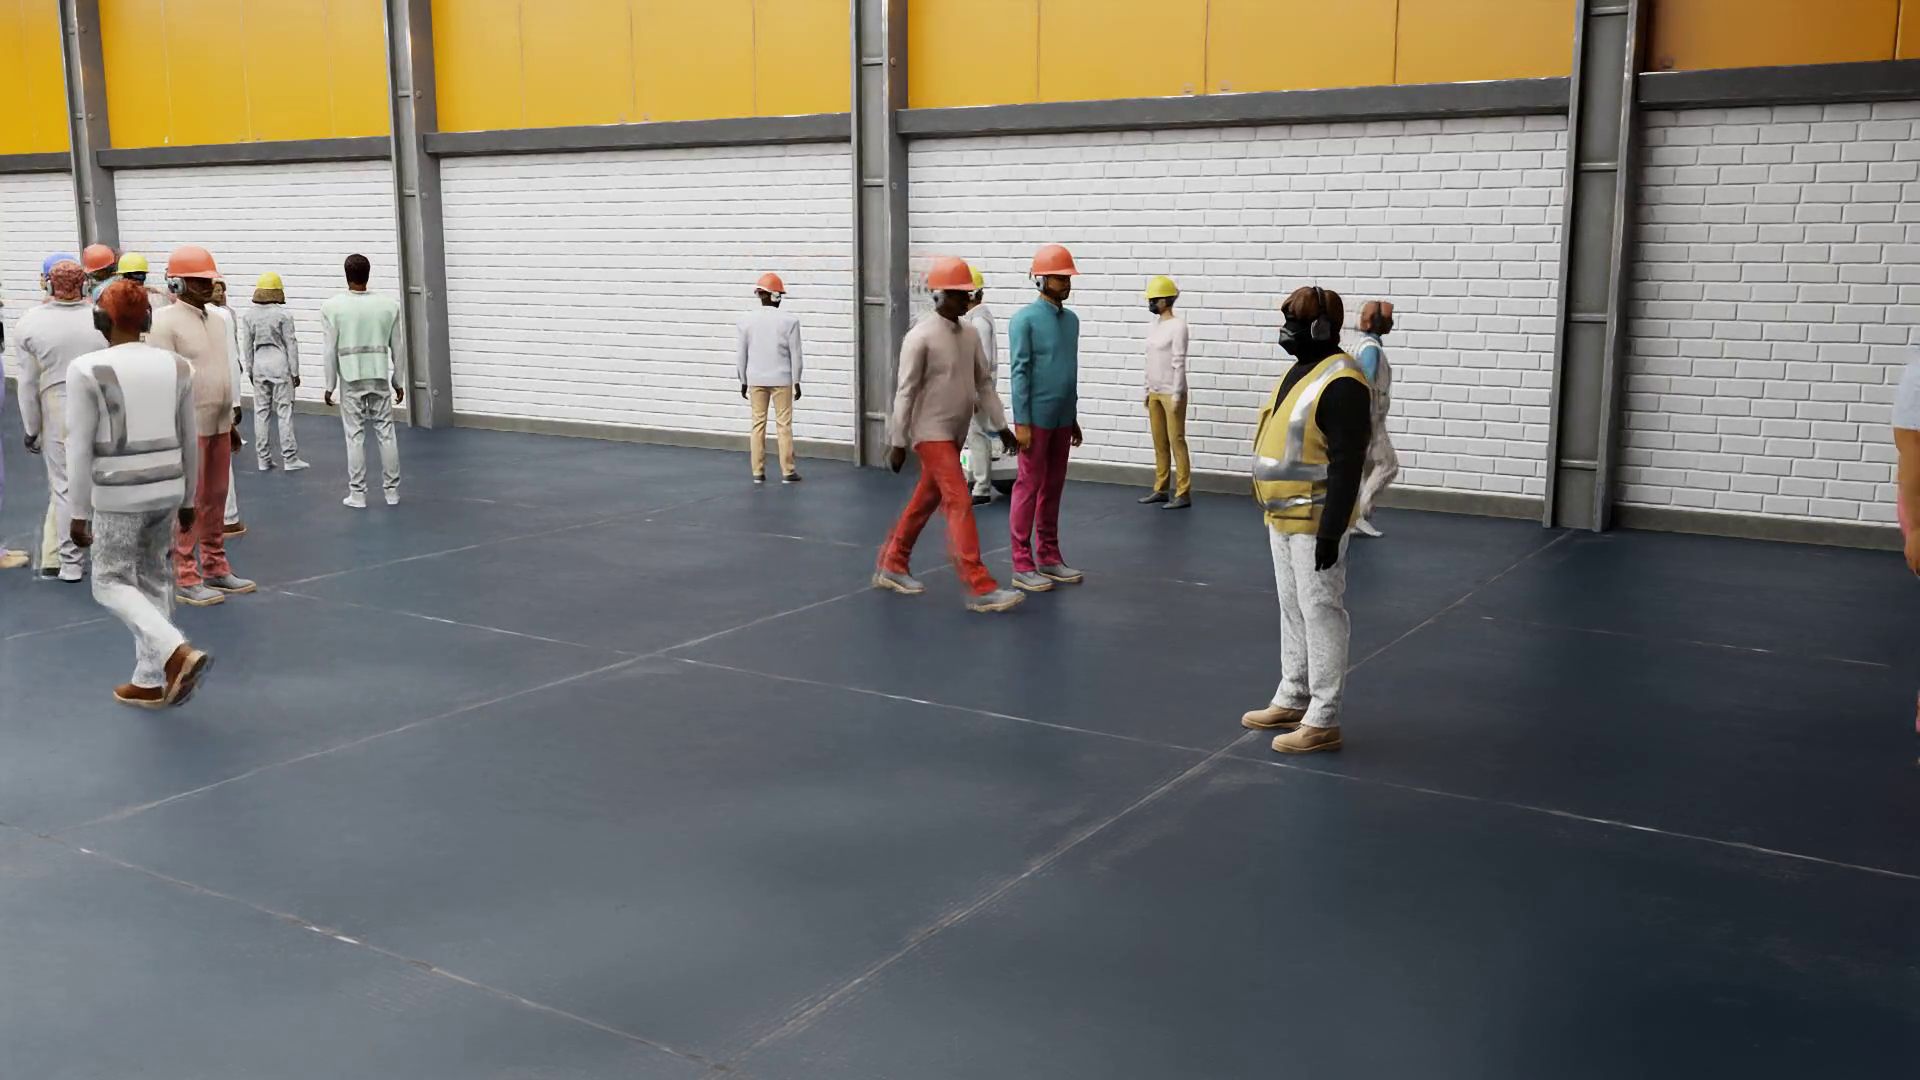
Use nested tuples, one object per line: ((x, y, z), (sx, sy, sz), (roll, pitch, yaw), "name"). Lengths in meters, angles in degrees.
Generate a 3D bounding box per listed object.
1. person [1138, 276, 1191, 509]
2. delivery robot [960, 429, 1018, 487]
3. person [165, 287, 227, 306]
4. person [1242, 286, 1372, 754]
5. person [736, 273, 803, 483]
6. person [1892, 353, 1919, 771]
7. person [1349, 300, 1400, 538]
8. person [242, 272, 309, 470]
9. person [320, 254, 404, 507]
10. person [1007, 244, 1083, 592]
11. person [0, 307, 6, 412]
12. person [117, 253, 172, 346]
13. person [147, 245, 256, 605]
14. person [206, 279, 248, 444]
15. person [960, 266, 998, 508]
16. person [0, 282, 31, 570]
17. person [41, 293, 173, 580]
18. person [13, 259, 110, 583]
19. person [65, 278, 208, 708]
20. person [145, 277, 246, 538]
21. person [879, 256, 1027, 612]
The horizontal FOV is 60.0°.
((1.540, -1.114, 12.600), (0.345, 1.758, 0.520), (-5, 11, -26), "person")
((0.260, -0.623, 12.939), (0.707, 0.478, 0.477), (-5, 11, -26), "delivery robot")
((-7.816, -1.981, 17.016), (0.400, 1.903, 0.649), (7, 12, 33), "person")
((1.374, -0.080, 6.623), (0.429, 1.845, 0.621), (-2, 10, -9), "person")
((-1.579, -1.346, 13.892), (0.564, 1.748, 0.339), (2, 10, 10), "person")
((3.834, -0.094, 6.153), (0.699, 2.000, 0.631), (0, 10, -2), "person")
((2.790, -0.802, 11.228), (0.382, 1.621, 0.535), (2, 10, 12), "person")
((-6.057, -1.487, 14.694), (0.491, 1.743, 0.324), (2, 10, 9), "person")
((-4.526, -1.205, 12.647), (0.600, 1.917, 0.376), (-7, 12, -34), "person")
((0.516, -0.713, 9.703), (0.384, 1.996, 0.610), (8, 13, 38), "person")
((-11.462, -2.318, 19.460), (0.539, 1.687, 0.319), (-4, 11, -23), "person")
((-6.794, -1.413, 13.816), (0.384, 1.920, 0.587), (6, 12, 29), "person")
((-4.249, -0.644, 9.326), (0.390, 1.992, 0.624), (2, 10, 9), "person")
((-7.281, -1.731, 16.324), (0.309, 1.645, 0.515), (5, 11, 25), "person")
((0.083, -1.156, 12.620), (0.404, 1.827, 0.600), (-1, 10, -6), "person")
((-5.974, -0.717, 10.195), (0.354, 1.834, 0.519), (-7, 12, -33), "person")
((-5.204, -0.636, 10.089), (0.564, 1.701, 0.894), (8, 13, 39), "person")
((-5.216, -0.700, 9.879), (0.639, 1.910, 0.407), (-6, 12, -29), "person")
((-3.459, -0.173, 7.061), (0.582, 1.866, 0.594), (6, 12, 29), "person")
((-5.159, -0.935, 11.252), (0.573, 1.883, 0.356), (-3, 11, -15), "person")
((-0.093, -0.592, 9.229), (1.059, 1.941, 0.609), (6, 12, 30), "person")
